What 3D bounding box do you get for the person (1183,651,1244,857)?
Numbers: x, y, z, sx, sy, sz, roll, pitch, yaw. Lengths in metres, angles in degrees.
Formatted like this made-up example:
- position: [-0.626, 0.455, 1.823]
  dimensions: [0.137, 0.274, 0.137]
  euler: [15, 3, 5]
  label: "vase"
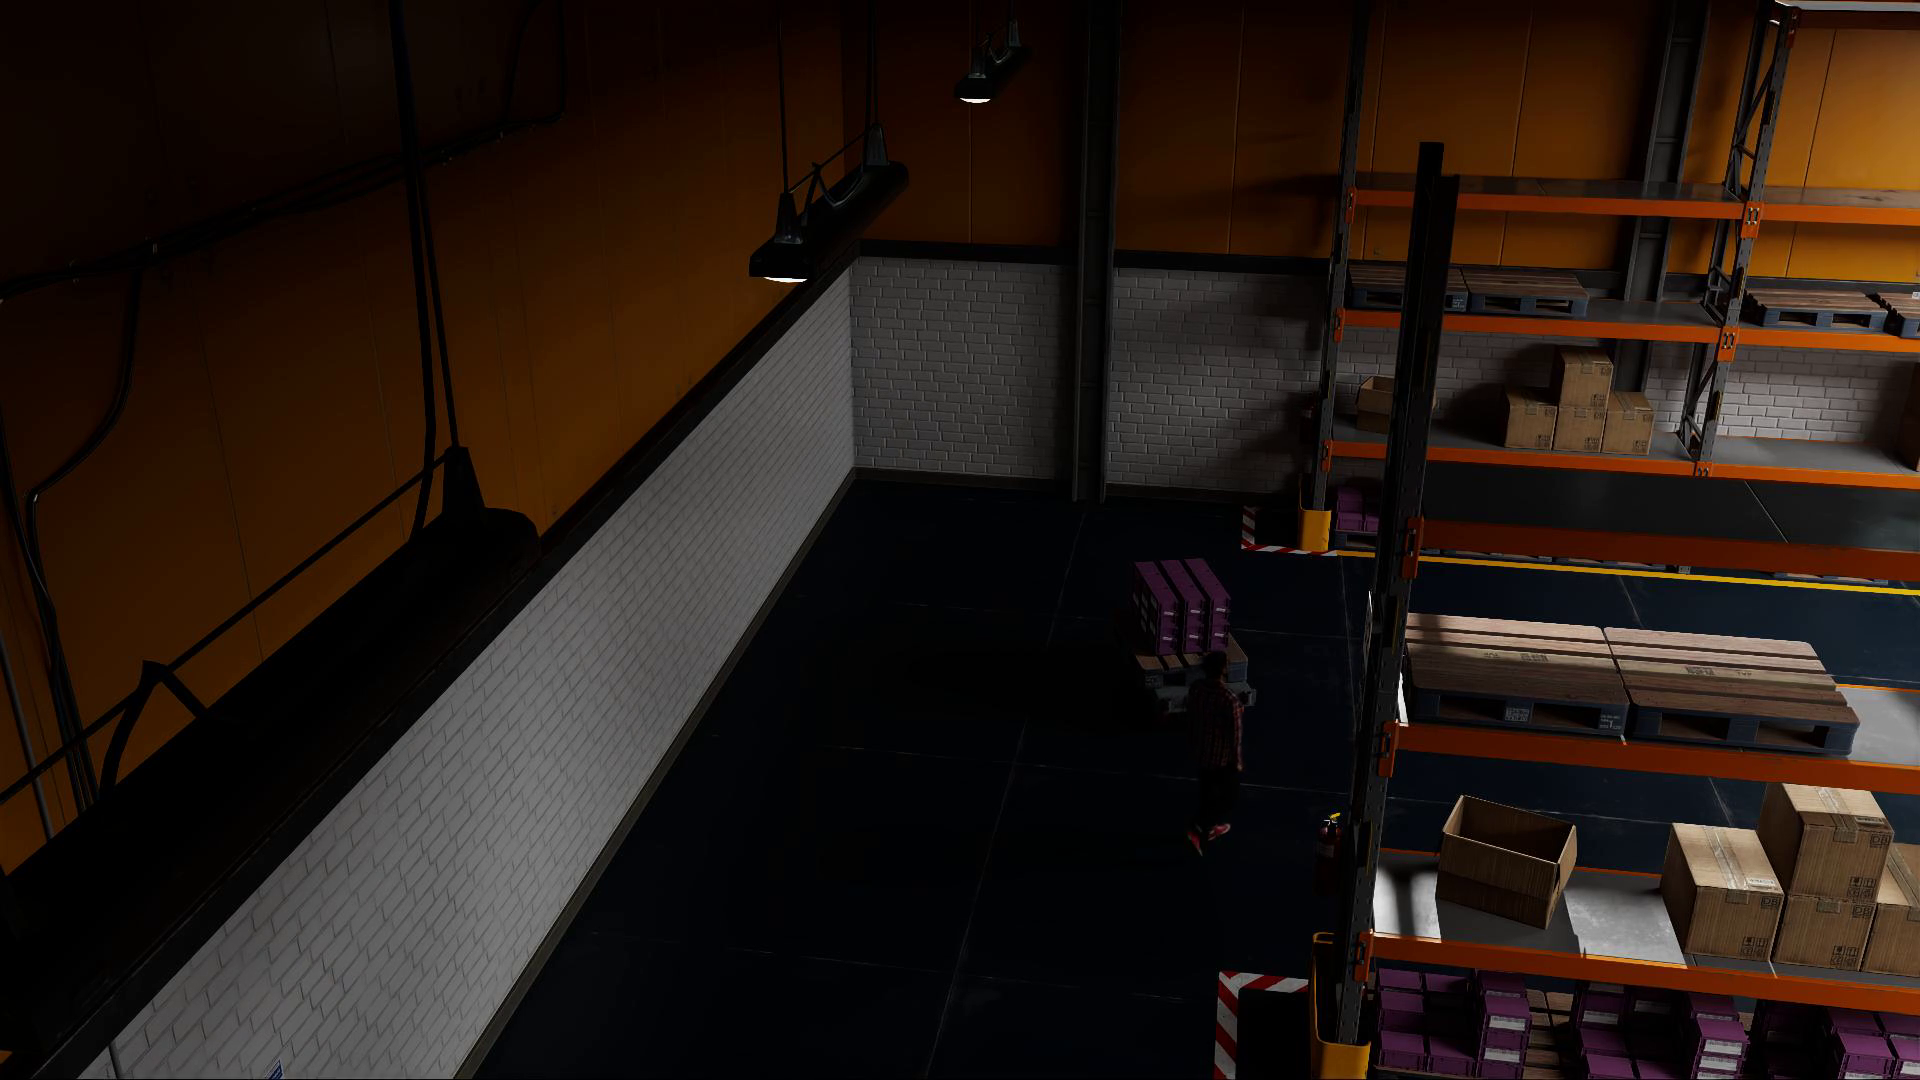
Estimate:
- position: [1.974, 1.697, 13.141]
  dimensions: [1.037, 1.748, 0.985]
  euler: [-17, 29, -34]
  label: "person"
